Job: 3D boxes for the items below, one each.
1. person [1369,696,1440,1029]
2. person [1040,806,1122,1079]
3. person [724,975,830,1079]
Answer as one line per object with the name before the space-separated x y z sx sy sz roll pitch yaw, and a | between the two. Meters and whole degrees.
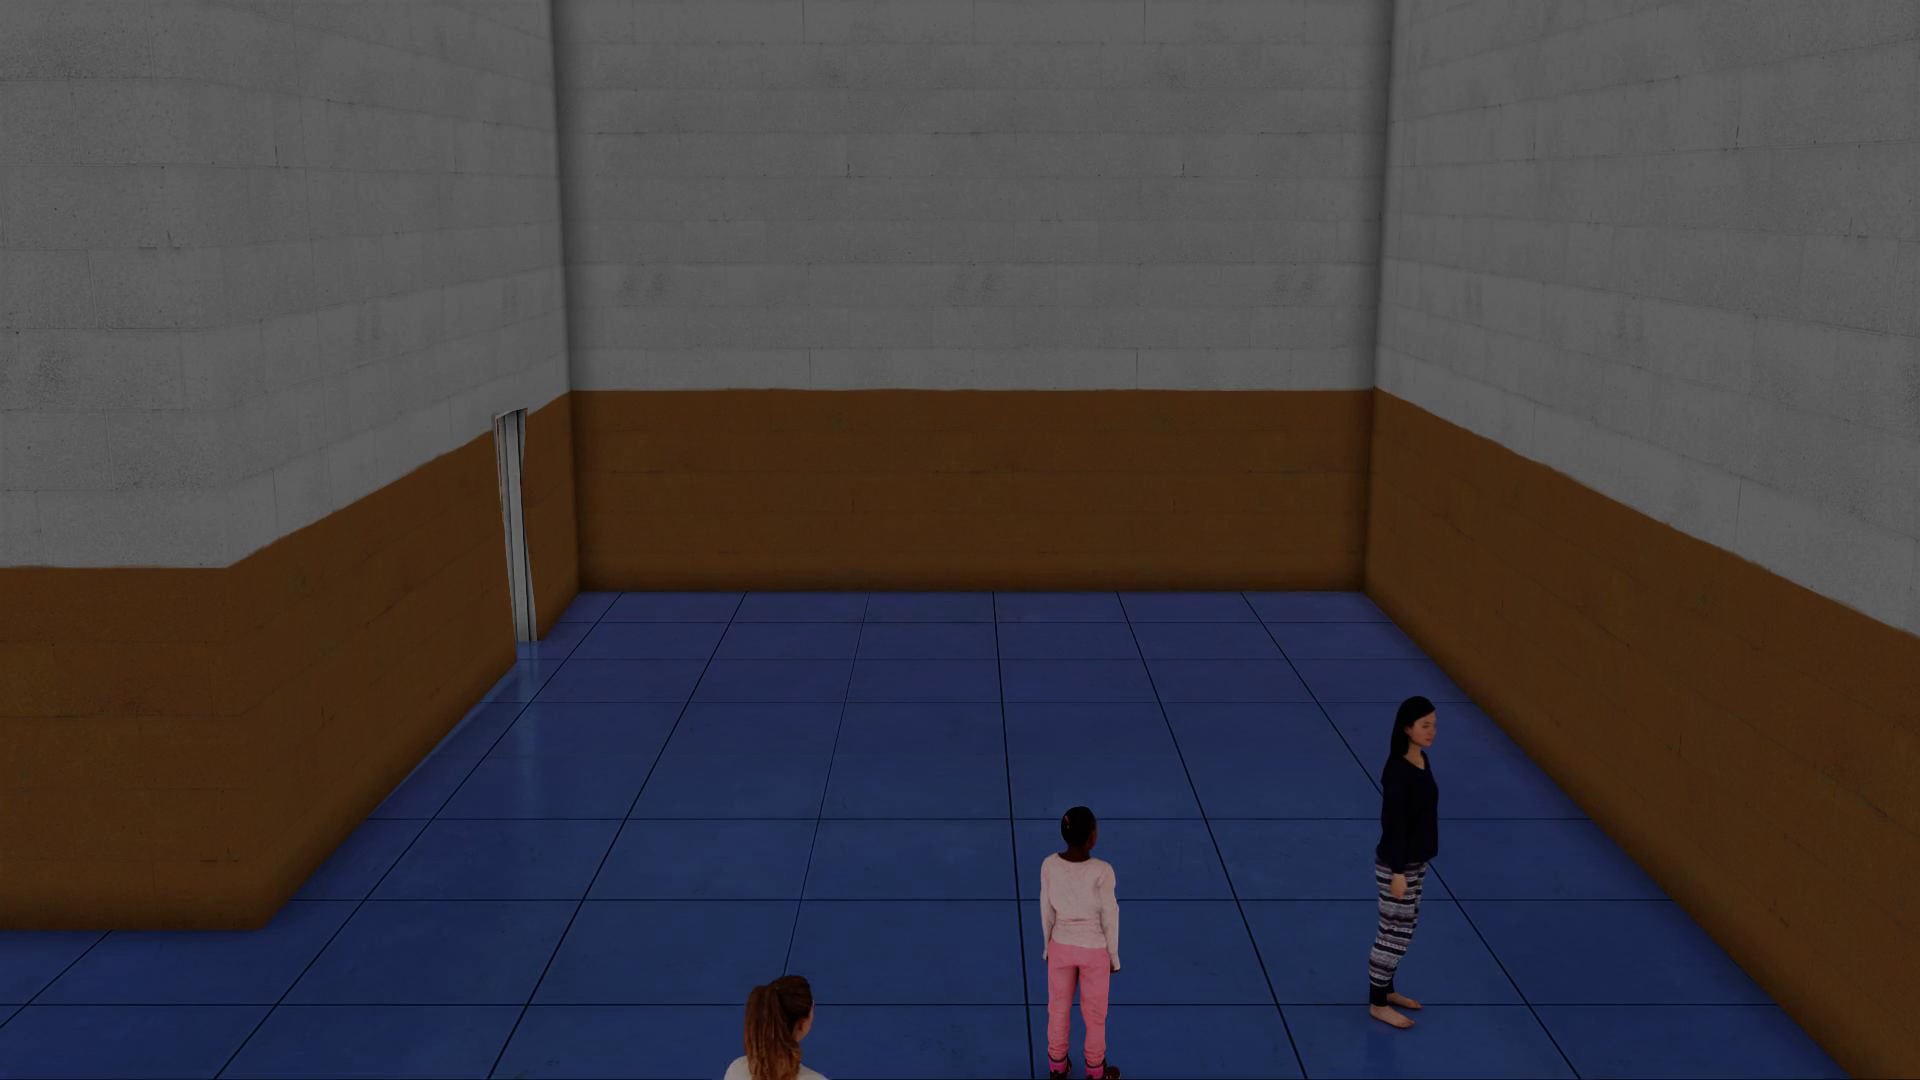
person | 2.289 1.638 8.607 0.677 1.732 0.679 6 14 28
person | 0.569 1.932 7.914 0.557 1.443 0.671 5 13 23
person | -0.625 2.294 5.539 0.721 1.712 0.788 5 13 24
